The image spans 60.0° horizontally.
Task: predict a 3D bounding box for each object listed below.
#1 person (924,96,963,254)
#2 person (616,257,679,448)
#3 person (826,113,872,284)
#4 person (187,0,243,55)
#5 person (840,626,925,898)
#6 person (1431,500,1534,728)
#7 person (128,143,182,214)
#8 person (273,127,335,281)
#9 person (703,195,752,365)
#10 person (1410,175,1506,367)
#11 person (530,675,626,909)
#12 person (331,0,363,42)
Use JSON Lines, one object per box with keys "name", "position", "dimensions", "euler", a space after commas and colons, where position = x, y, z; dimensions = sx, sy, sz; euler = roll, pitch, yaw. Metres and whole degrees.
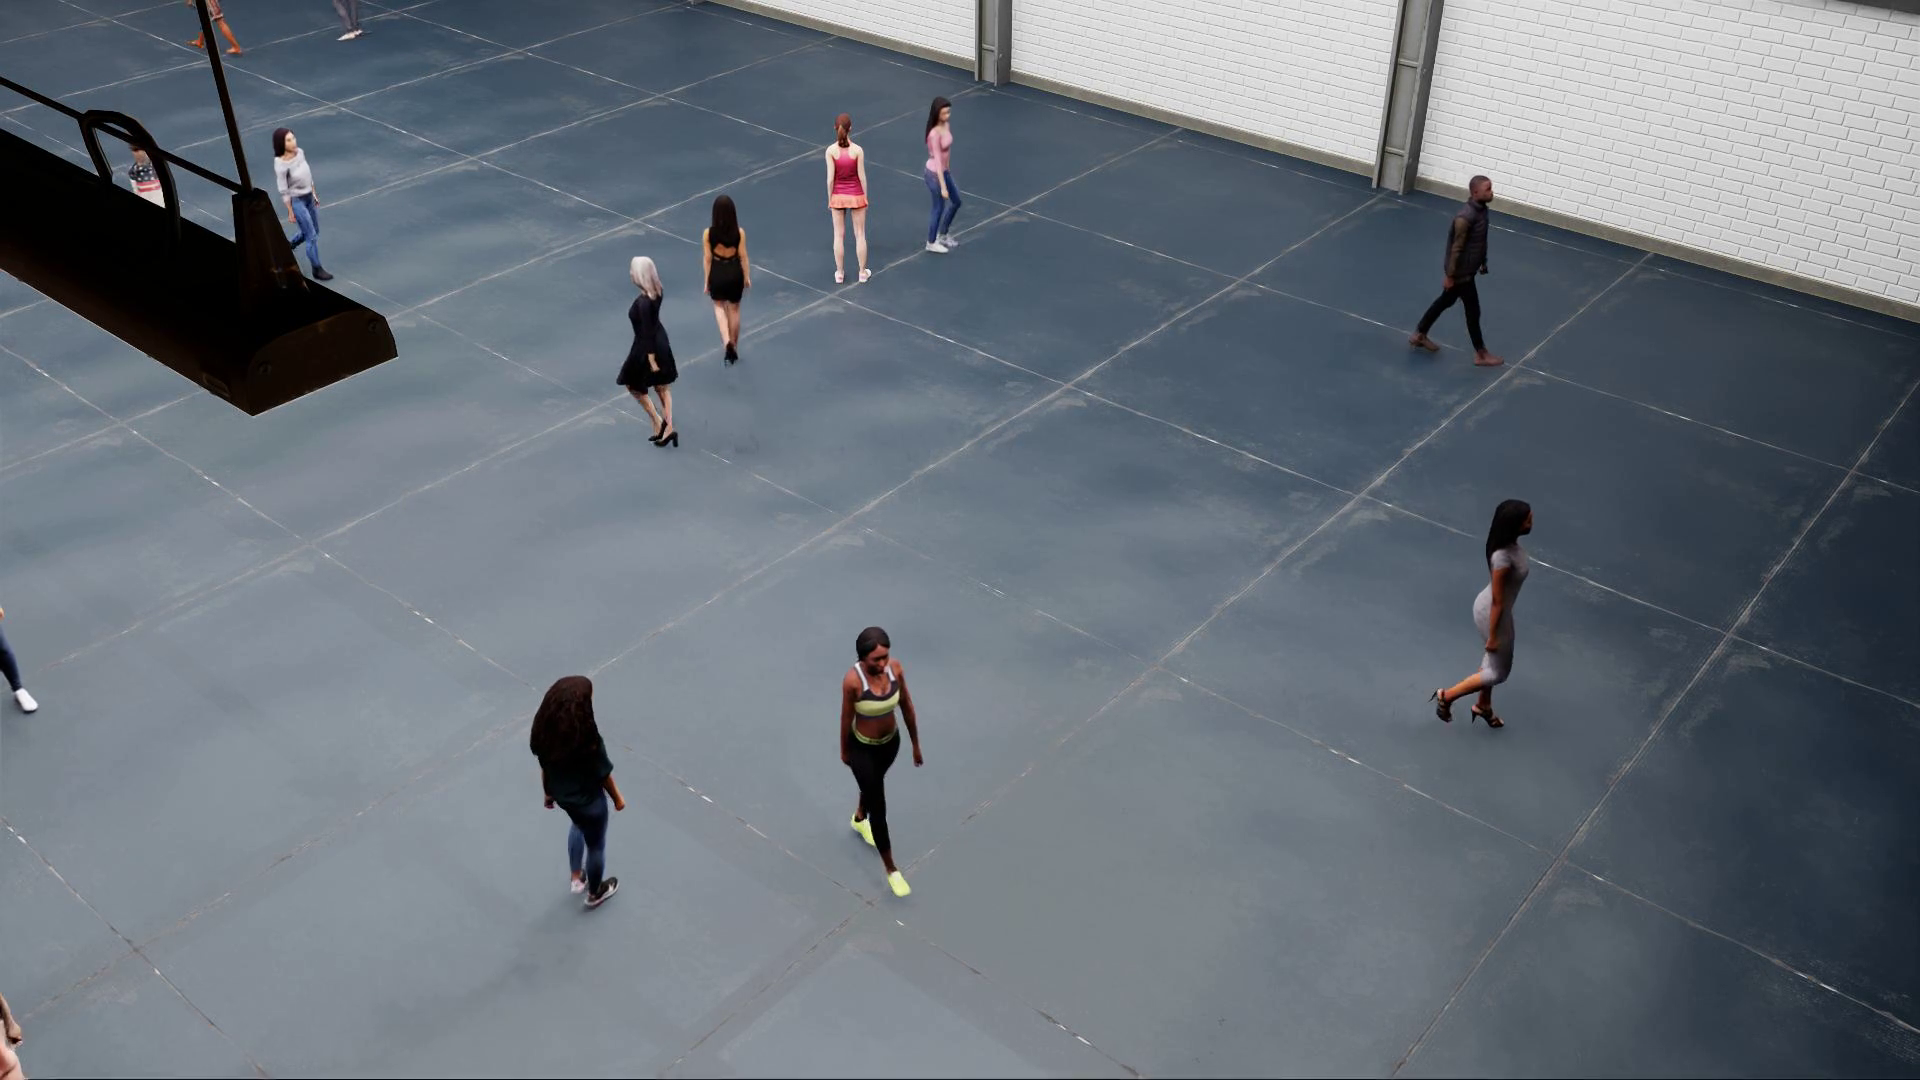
{"name": "person", "position": [-0.297, -3.796, 17.326], "dimensions": [0.697, 1.721, 0.676], "euler": [12, 35, 17]}
{"name": "person", "position": [-2.502, -1.555, 13.944], "dimensions": [0.819, 1.733, 0.763], "euler": [4, 34, 6]}
{"name": "person", "position": [-1.135, -3.443, 16.767], "dimensions": [0.660, 1.754, 0.731], "euler": [0, 34, 0]}
{"name": "person", "position": [-10.352, -7.493, 23.003], "dimensions": [1.194, 1.594, 0.936], "euler": [8, 34, 12]}
{"name": "person", "position": [-0.545, 1.176, 9.847], "dimensions": [0.798, 1.720, 1.102], "euler": [-19, 38, -27]}
{"name": "person", "position": [3.400, 0.524, 10.782], "dimensions": [0.838, 1.772, 0.760], "euler": [10, 35, 15]}
{"name": "person", "position": [-8.269, -3.488, 17.149], "dimensions": [0.774, 1.406, 1.021], "euler": [-15, 37, -22]}
{"name": "person", "position": [-6.745, -3.393, 16.823], "dimensions": [0.969, 1.609, 0.842], "euler": [7, 34, 10]}
{"name": "person", "position": [-2.127, -2.320, 15.184], "dimensions": [0.739, 1.636, 0.796], "euler": [-5, 34, -8]}
{"name": "person", "position": [4.551, -2.487, 15.295], "dimensions": [1.189, 1.789, 0.822], "euler": [19, 38, 26]}
{"name": "person", "position": [-2.197, 1.489, 9.482], "dimensions": [0.607, 1.604, 0.735], "euler": [14, 36, 21]}
{"name": "person", "position": [-8.810, -8.057, 23.732], "dimensions": [0.656, 1.727, 0.768], "euler": [28, 43, 35]}
